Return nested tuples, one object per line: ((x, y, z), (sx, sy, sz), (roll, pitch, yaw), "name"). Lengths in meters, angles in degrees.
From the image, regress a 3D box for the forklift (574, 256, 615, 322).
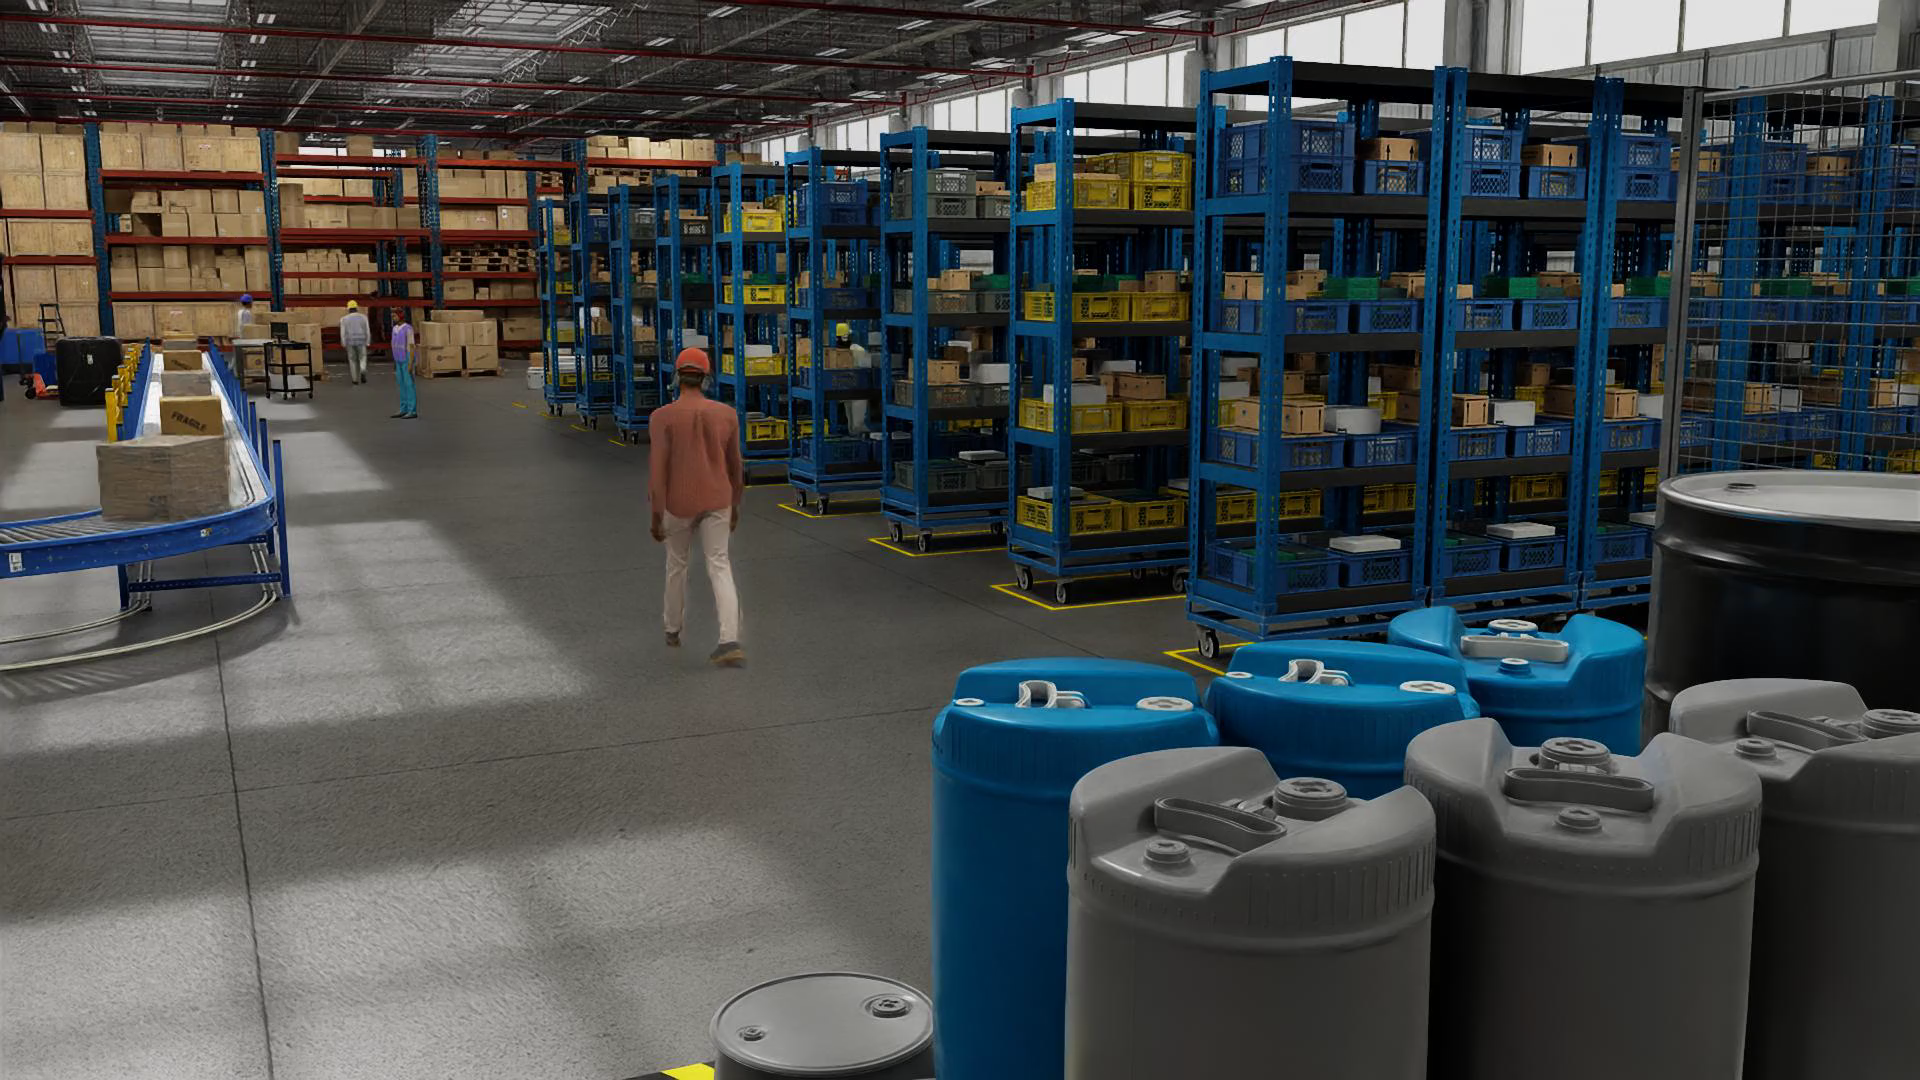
((-10.054, -6.196, 44.532), (1.873, 2.768, 1.129), (-4, 10, -25), "forklift")

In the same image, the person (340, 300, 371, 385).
((-12.892, -4.204, 35.446), (0.611, 1.816, 0.420), (-4, 10, -24), "person")

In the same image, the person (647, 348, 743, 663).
((-1.645, -0.220, 10.387), (0.659, 1.929, 1.054), (-4, 10, -25), "person")

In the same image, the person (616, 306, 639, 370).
((-6.258, -3.487, 30.831), (0.659, 1.864, 0.930), (6, 11, 33), "person")

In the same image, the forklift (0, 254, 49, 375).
((-22.038, -5.161, 38.105), (1.873, 2.768, 1.129), (-4, 10, -25), "forklift")

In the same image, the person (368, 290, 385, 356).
((-16.766, -6.222, 47.701), (0.407, 1.906, 0.655), (4, 10, 21), "person")

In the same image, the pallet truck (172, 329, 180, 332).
((-17.275, -3.851, 35.096), (1.601, 1.201, 0.680), (0, 9, 1), "pallet truck")

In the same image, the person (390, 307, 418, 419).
((-9.145, -2.912, 27.384), (0.401, 1.837, 0.565), (-9, 13, -44), "person")

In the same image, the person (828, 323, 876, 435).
((-1.308, -1.756, 20.379), (0.577, 1.788, 0.628), (-6, 11, -33), "person")

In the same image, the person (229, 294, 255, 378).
((-16.260, -4.626, 37.809), (0.977, 1.911, 0.614), (-8, 12, -41), "person")

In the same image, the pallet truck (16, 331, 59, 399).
((-17.082, -3.353, 31.781), (1.630, 1.274, 0.653), (-4, 10, -25), "pallet truck")
